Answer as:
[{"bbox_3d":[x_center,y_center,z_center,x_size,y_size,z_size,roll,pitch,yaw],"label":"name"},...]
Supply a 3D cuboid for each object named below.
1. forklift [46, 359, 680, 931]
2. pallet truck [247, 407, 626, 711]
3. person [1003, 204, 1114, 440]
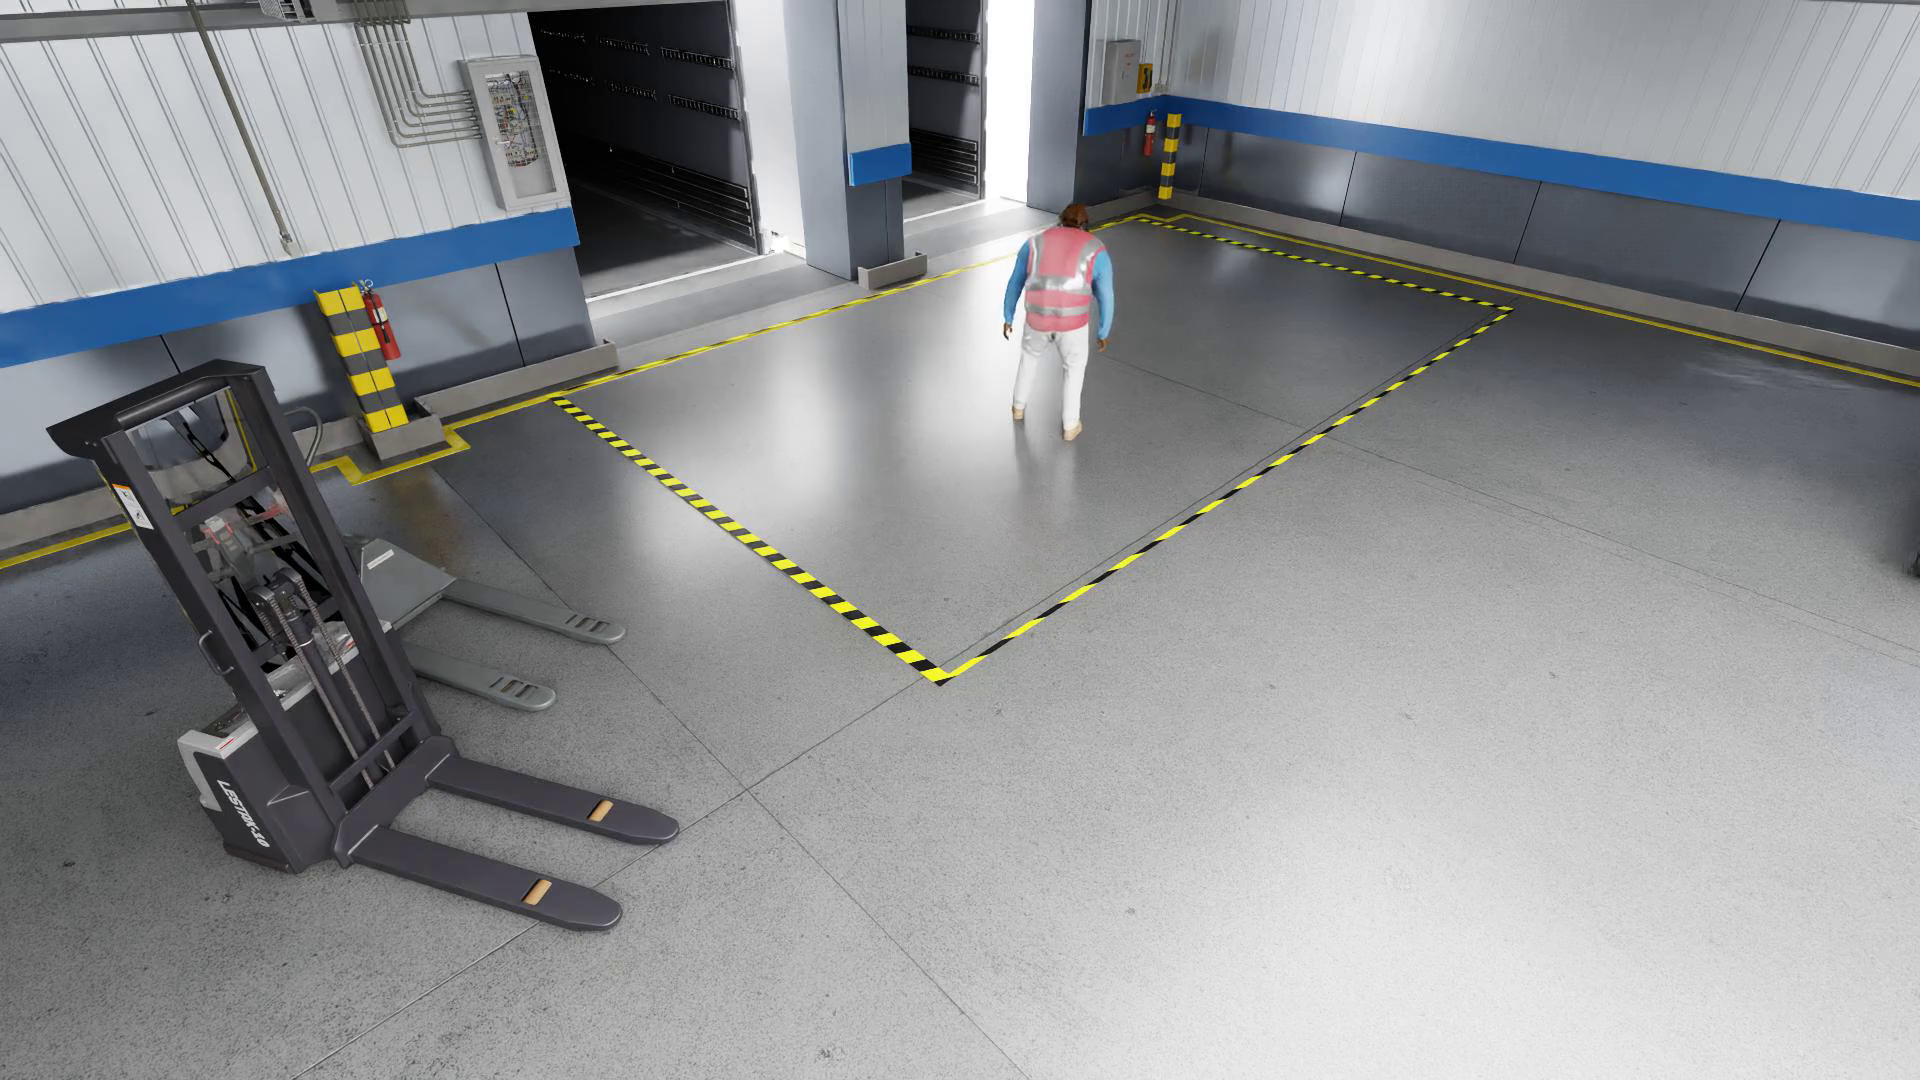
[{"bbox_3d":[-2.135,0.422,3.354,1.885,1.965,0.823,10,35,14],"label":"forklift"},{"bbox_3d":[-2.628,0.038,4.590,1.601,1.201,0.680,12,36,18],"label":"pallet truck"},{"bbox_3d":[0.720,-1.603,6.740,0.796,1.553,0.797,8,35,11],"label":"person"}]
